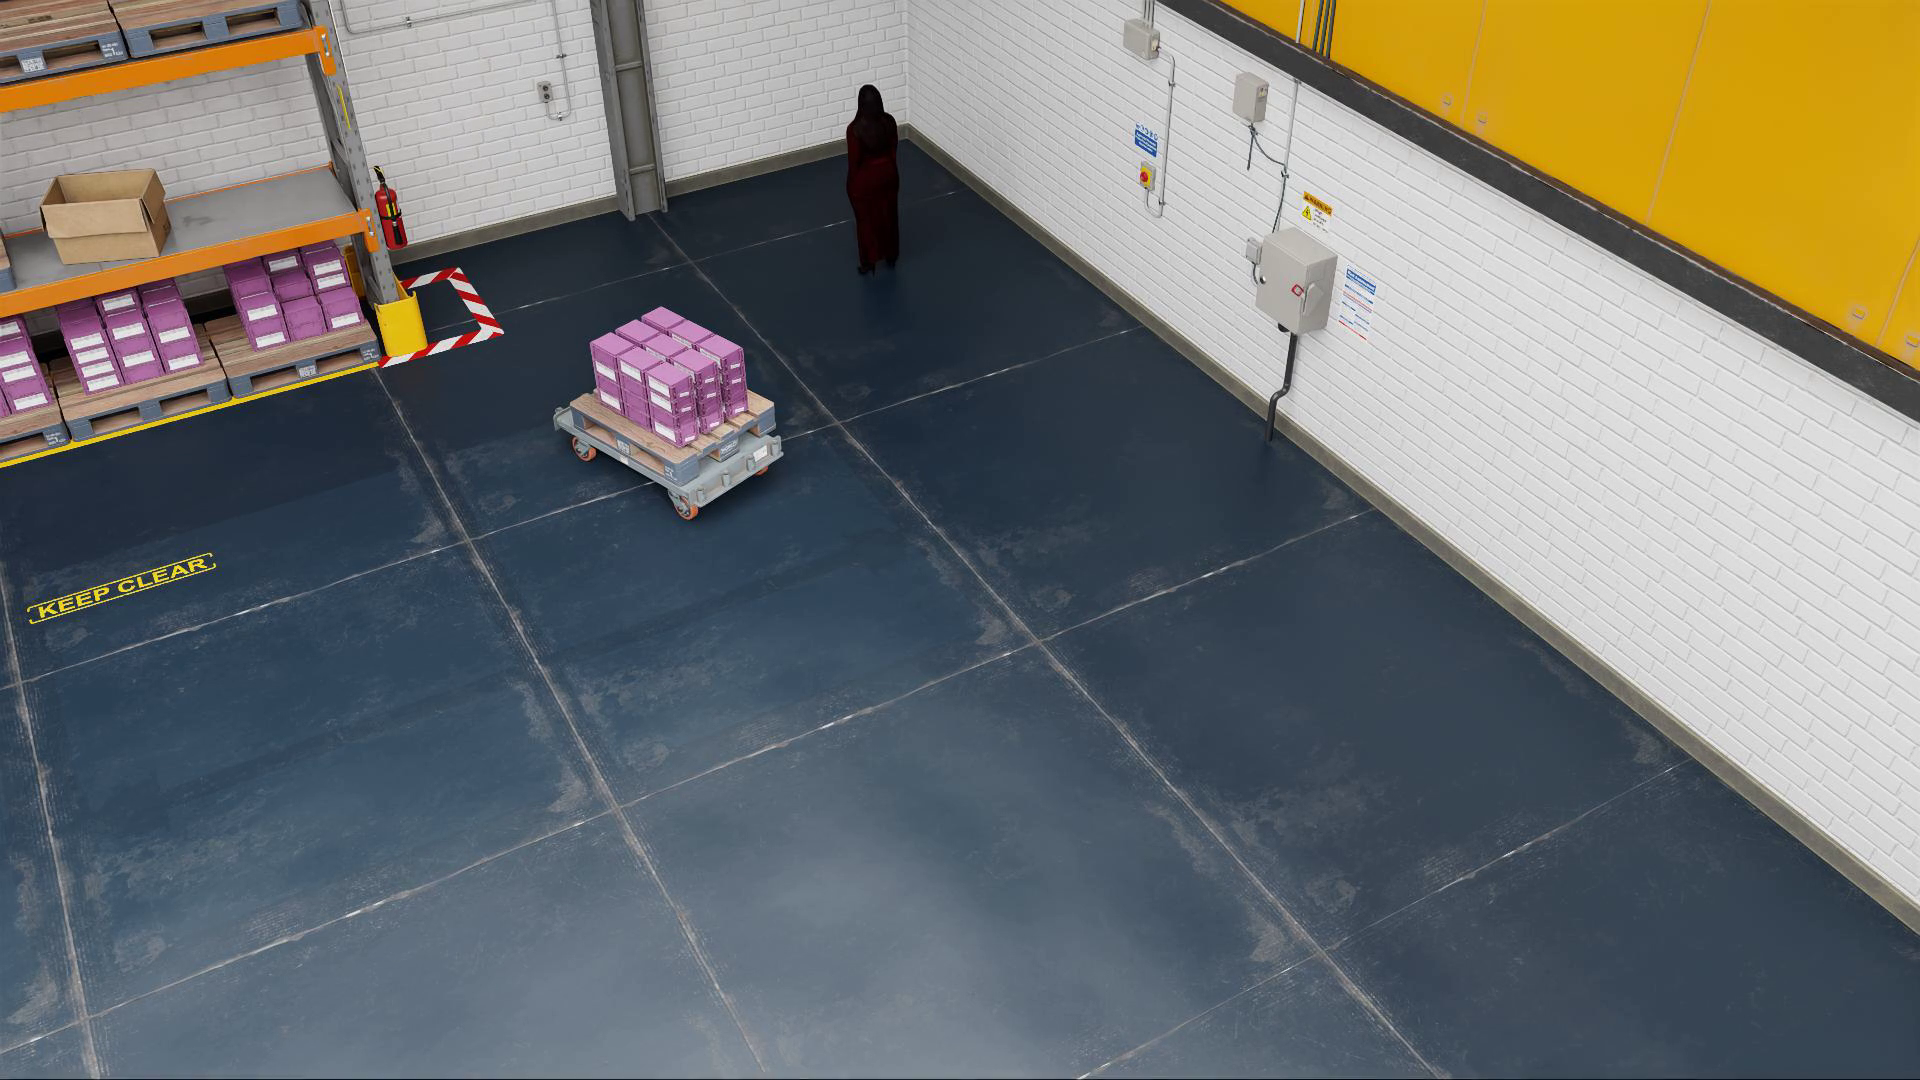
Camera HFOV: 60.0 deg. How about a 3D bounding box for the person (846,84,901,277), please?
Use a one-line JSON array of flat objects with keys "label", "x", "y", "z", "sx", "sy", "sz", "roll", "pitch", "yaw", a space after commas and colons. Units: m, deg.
[{"label": "person", "x": -0.753, "y": -3.159, "z": 14.629, "sx": 0.551, "sy": 1.757, "sz": 0.730, "roll": -23, "pitch": 44, "yaw": -26}]
